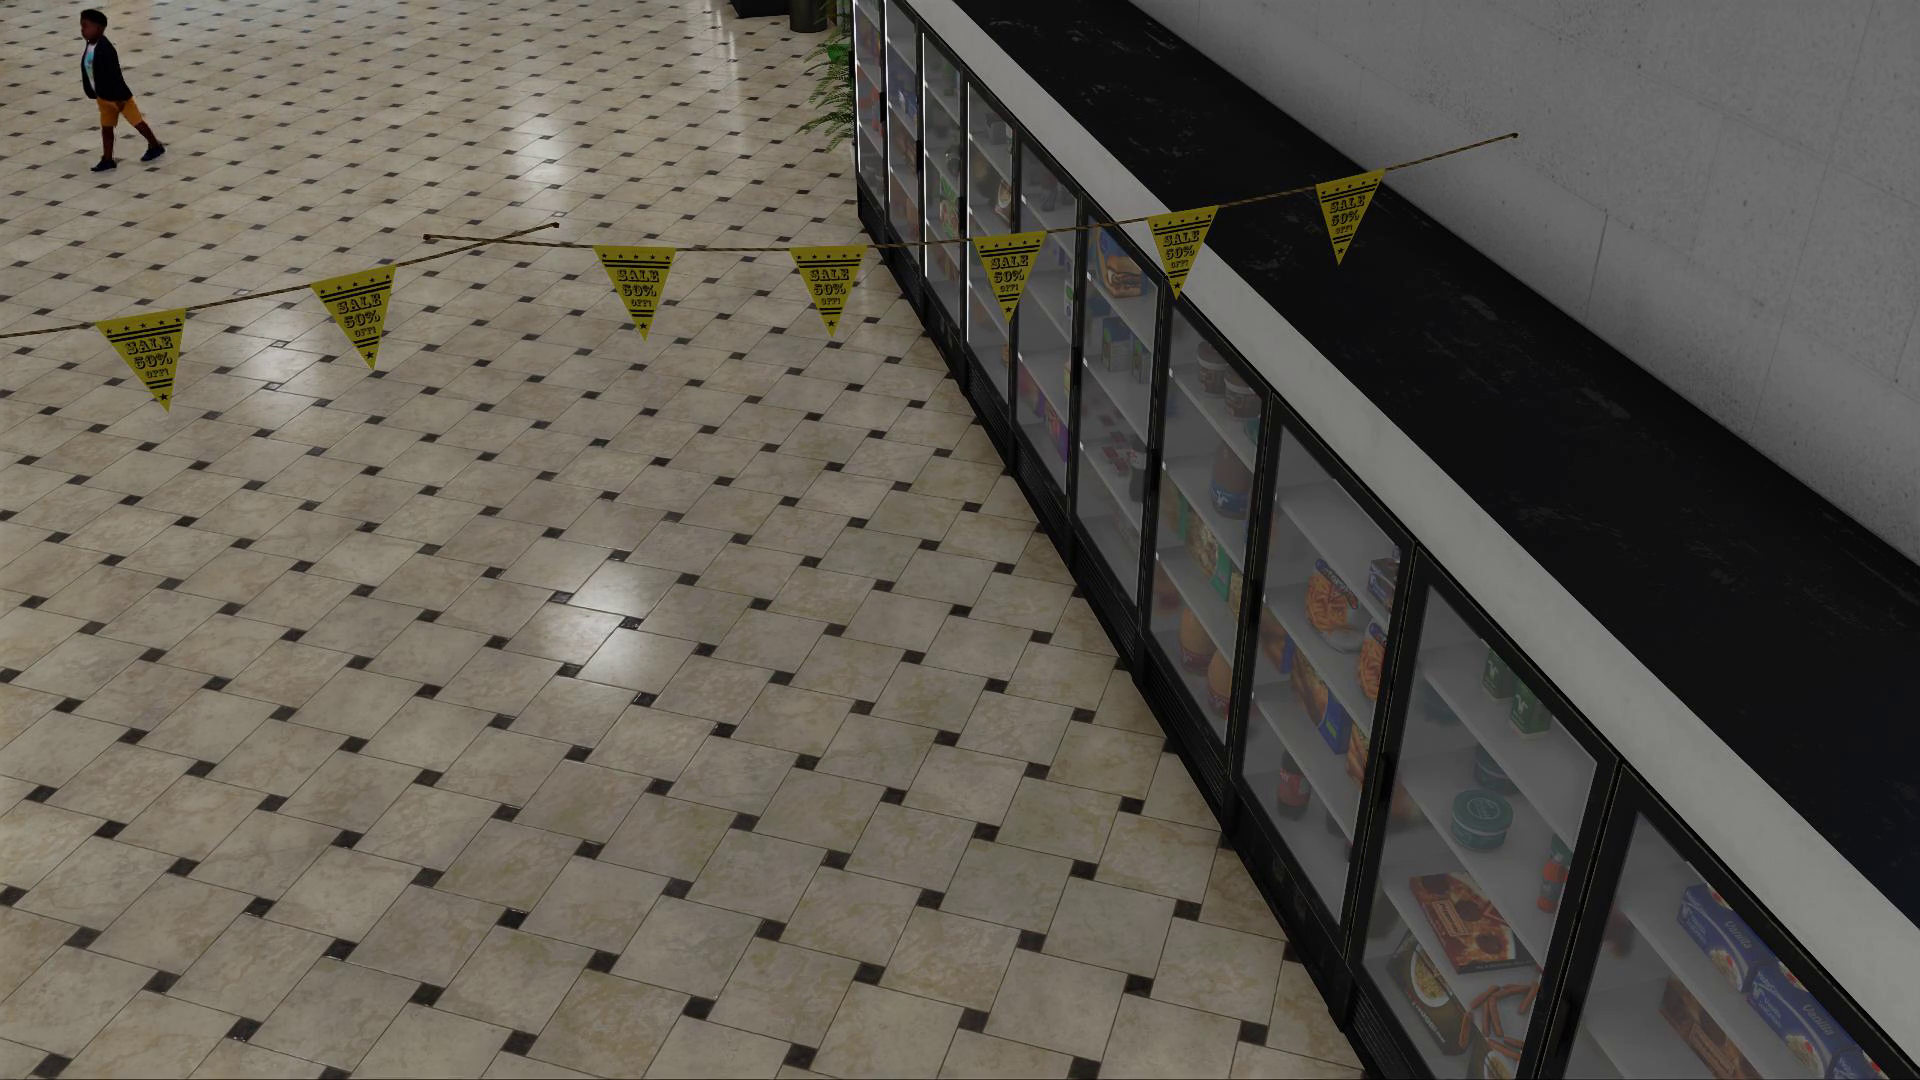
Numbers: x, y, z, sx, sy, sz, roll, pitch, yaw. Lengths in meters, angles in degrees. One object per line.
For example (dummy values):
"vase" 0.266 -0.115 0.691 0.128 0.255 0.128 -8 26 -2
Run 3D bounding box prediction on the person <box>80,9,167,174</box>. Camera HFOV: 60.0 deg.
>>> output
"person" -6.673 -3.576 13.220 0.845 1.243 0.923 19 37 28
